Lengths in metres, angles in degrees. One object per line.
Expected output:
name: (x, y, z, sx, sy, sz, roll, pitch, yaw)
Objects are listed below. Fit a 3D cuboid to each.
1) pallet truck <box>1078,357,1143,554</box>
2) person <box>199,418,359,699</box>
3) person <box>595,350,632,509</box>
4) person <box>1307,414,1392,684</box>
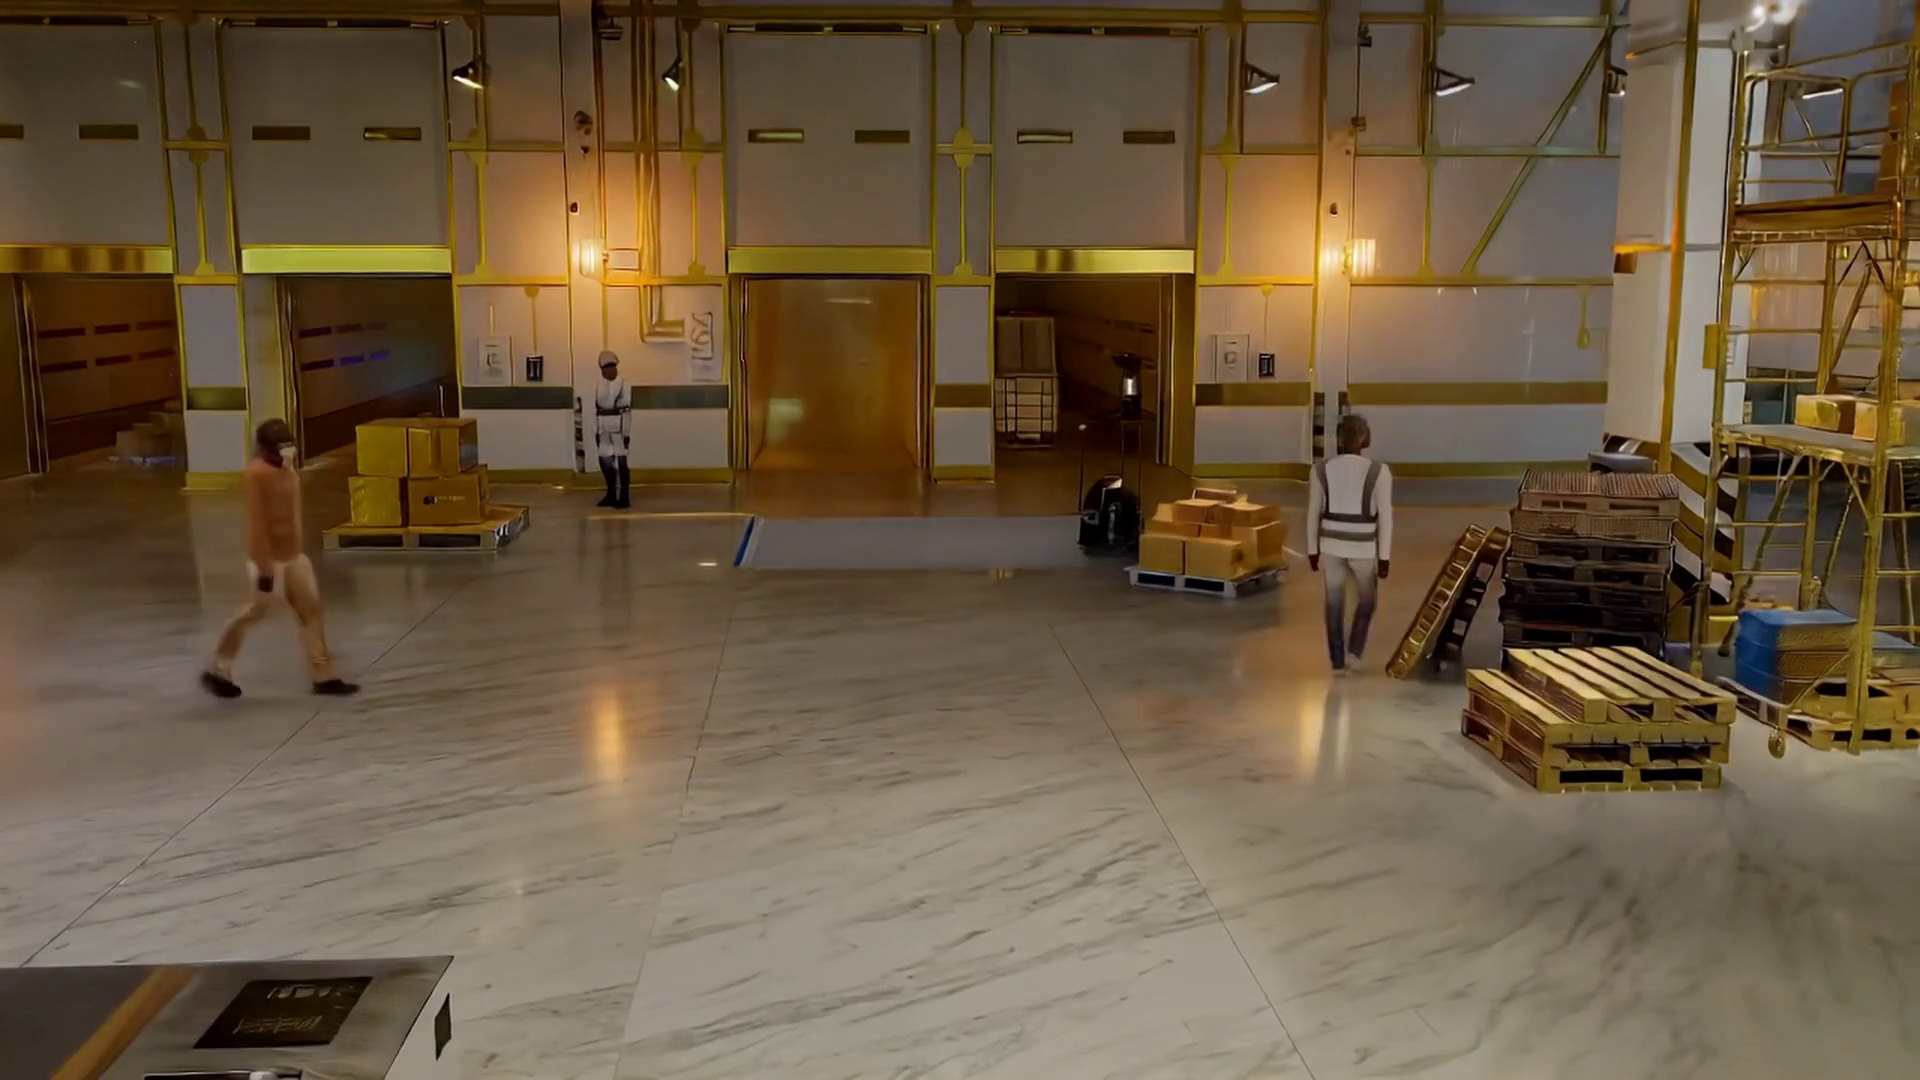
pallet truck: (2.088, -0.836, 16.757, 1.885, 1.965, 0.823, 2, 9, 13)
person: (-4.600, 0.130, 11.032, 1.003, 1.901, 0.647, 0, 9, 2)
person: (-4.218, -1.338, 20.139, 0.544, 1.929, 0.388, 6, 11, 34)
person: (2.696, 0.065, 11.500, 0.609, 1.868, 0.453, 5, 10, 27)
